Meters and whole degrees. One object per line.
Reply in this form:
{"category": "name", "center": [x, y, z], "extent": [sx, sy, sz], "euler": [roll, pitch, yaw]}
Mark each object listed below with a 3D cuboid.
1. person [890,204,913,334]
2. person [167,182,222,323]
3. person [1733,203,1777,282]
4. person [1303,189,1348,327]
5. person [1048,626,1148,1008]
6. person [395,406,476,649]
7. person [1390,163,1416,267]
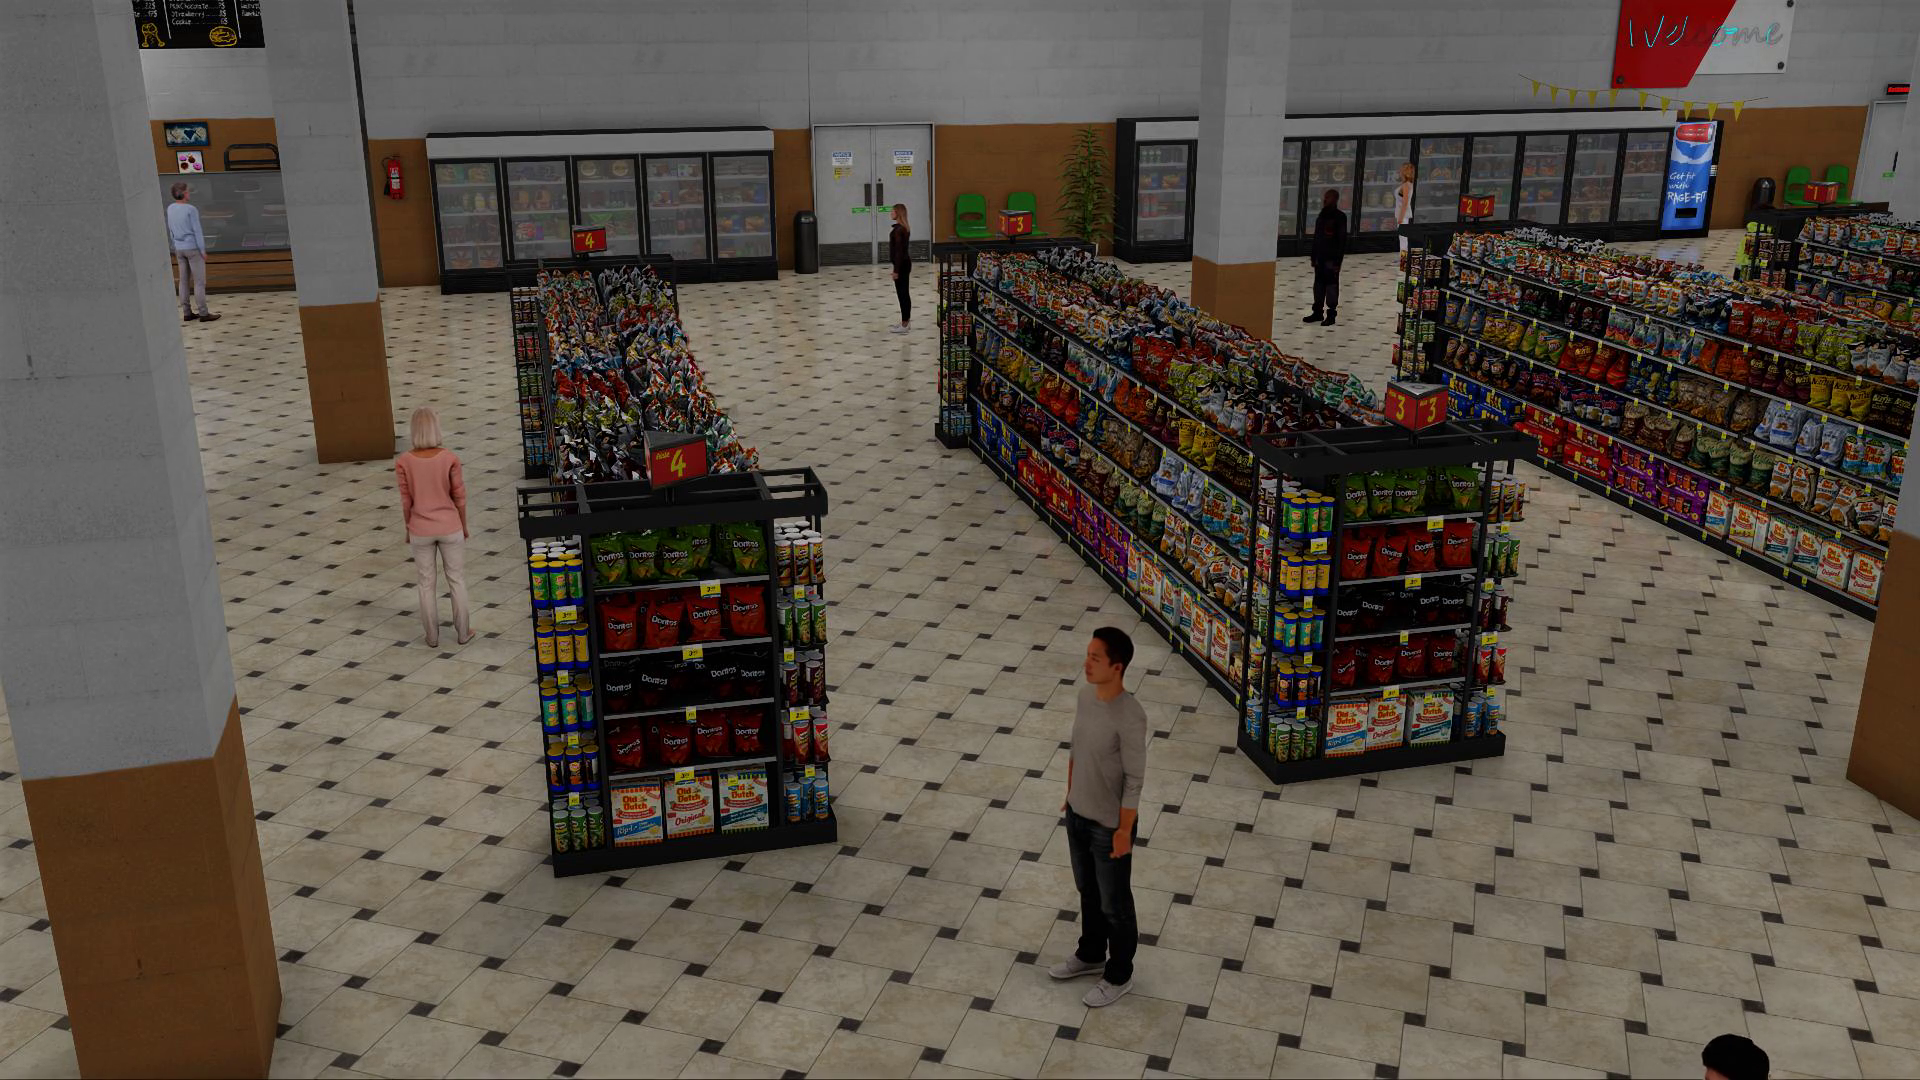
{"category": "person", "center": [-0.771, -3.623, 22.151], "extent": [0.737, 1.703, 0.600], "euler": [4, 19, 11]}
{"category": "person", "center": [-10.604, -3.966, 22.872], "extent": [0.747, 1.892, 0.772], "euler": [7, 20, 19]}
{"category": "person", "center": [9.540, -3.075, 20.087], "extent": [0.907, 1.982, 0.723], "euler": [1, 19, 4]}
{"category": "person", "center": [5.027, -3.870, 22.692], "extent": [0.843, 1.825, 0.677], "euler": [-13, 22, -33]}
{"category": "person", "center": [0.664, 1.237, 7.567], "extent": [0.761, 1.812, 0.580], "euler": [-10, 21, -28]}
{"category": "person", "center": [-3.677, -0.094, 11.650], "extent": [0.593, 1.725, 0.506], "euler": [-5, 19, -14]}
{"category": "person", "center": [7.298, -5.353, 27.333], "extent": [0.747, 1.671, 0.650], "euler": [6, 20, 18]}
